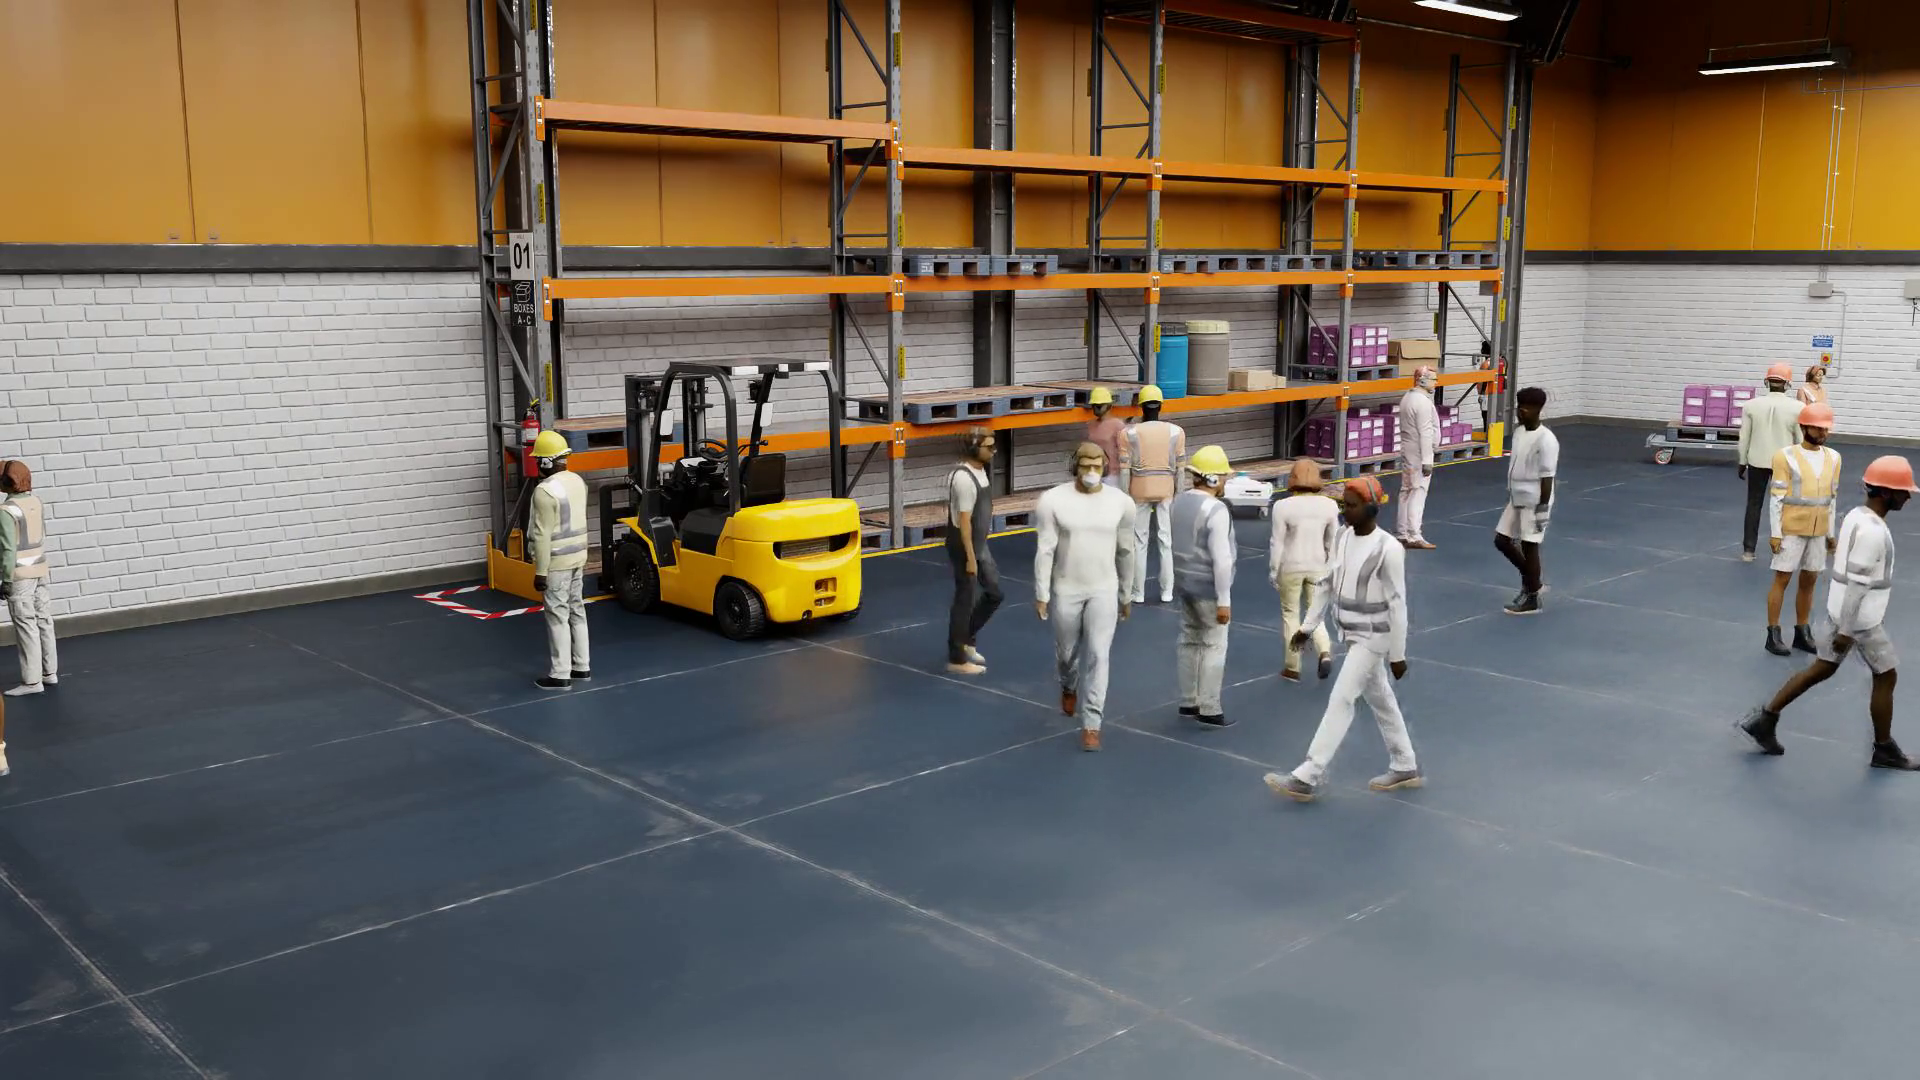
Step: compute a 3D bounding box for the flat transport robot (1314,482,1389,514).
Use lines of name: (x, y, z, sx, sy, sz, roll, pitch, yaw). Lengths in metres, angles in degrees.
flat transport robot: (4.580, -0.508, 20.026, 0.652, 0.197, 1.431, 7, 12, 35)

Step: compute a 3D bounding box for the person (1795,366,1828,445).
person: (10.945, -1.426, 21.404, 0.525, 1.639, 0.307, -5, 11, -27)

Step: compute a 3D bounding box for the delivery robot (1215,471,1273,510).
delivery robot: (3.246, -0.556, 19.204, 0.707, 0.478, 0.477, 1, 10, 5)

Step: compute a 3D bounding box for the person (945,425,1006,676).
person: (0.093, 0.082, 12.003, 0.430, 1.831, 0.505, 4, 10, 21)

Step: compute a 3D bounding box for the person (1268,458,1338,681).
person: (2.440, 0.229, 11.780, 0.501, 1.619, 0.438, -2, 10, -11)

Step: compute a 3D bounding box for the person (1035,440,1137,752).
person: (0.786, 0.307, 10.457, 0.632, 1.912, 0.825, 0, 10, 2)

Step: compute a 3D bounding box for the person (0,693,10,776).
person: (-5.730, 0.410, 9.470, 0.370, 2.044, 0.608, 0, 10, -1)

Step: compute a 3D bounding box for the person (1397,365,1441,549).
person: (4.797, -0.859, 17.350, 0.412, 1.911, 0.657, -1, 10, -4)

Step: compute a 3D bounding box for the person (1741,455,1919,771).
person: (5.233, 0.423, 9.885, 0.972, 1.898, 0.553, 3, 10, 16)

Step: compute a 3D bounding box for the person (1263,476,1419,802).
person: (2.195, 0.552, 9.281, 1.015, 1.827, 0.585, -2, 10, -13)

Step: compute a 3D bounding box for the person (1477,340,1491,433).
person: (8.407, -2.336, 26.562, 0.318, 1.697, 0.535, 5, 11, 29)

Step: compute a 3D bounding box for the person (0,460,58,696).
person: (-6.496, 0.258, 11.538, 0.306, 1.640, 0.522, -1, 10, -4)

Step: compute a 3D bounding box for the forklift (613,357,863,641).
forklift: (-1.847, -0.414, 13.852, 1.214, 2.155, 2.313, -9, 13, -42)

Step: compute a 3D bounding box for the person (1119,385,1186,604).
person: (1.665, -0.391, 14.523, 0.585, 1.920, 0.374, -1, 10, -6)

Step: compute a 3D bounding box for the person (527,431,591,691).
person: (-2.826, 0.143, 11.692, 0.404, 1.824, 0.586, 2, 10, 13)

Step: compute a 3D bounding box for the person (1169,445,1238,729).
person: (1.581, 0.297, 10.753, 0.403, 1.832, 0.601, -5, 11, -25)

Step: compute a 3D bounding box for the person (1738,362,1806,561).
person: (8.046, -0.763, 16.478, 0.622, 1.992, 0.396, 7, 12, 35)

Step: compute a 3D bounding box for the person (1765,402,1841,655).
person: (6.434, -0.085, 12.670, 0.543, 1.941, 0.353, -1, 10, -8)

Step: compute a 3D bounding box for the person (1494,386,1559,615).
person: (4.778, -0.327, 14.045, 0.416, 1.950, 0.647, -2, 10, -10)

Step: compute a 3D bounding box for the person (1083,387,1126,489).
person: (1.445, -0.649, 16.496, 0.546, 1.752, 0.440, 9, 13, 43)
